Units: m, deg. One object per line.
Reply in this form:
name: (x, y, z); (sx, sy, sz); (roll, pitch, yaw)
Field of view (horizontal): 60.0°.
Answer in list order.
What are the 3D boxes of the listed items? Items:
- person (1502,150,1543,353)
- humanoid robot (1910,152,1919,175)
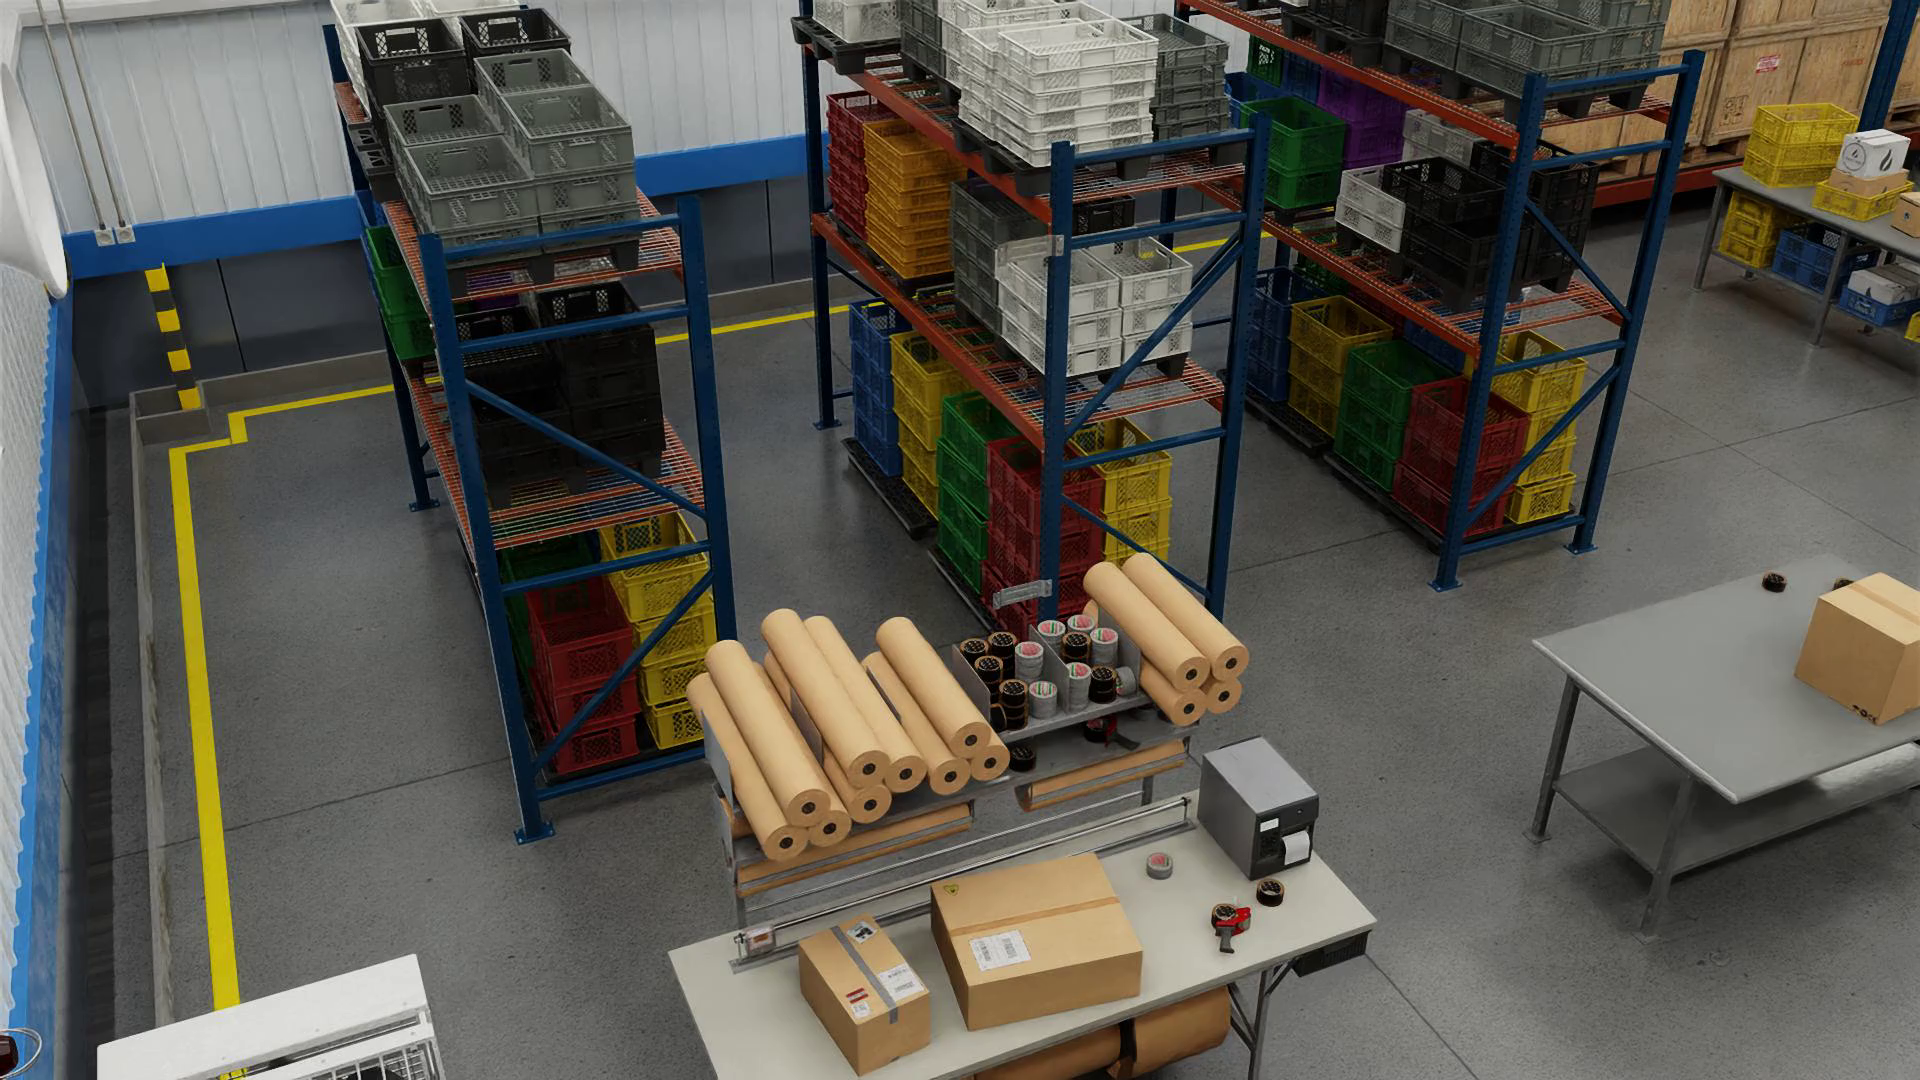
person: (3.695, -1.725, 11.231); (0.340, 1.882, 0.579); (22, 38, 31)
humanoid robot: (8.256, -3.171, 13.788); (0.571, 1.645, 0.470); (7, 32, 12)
